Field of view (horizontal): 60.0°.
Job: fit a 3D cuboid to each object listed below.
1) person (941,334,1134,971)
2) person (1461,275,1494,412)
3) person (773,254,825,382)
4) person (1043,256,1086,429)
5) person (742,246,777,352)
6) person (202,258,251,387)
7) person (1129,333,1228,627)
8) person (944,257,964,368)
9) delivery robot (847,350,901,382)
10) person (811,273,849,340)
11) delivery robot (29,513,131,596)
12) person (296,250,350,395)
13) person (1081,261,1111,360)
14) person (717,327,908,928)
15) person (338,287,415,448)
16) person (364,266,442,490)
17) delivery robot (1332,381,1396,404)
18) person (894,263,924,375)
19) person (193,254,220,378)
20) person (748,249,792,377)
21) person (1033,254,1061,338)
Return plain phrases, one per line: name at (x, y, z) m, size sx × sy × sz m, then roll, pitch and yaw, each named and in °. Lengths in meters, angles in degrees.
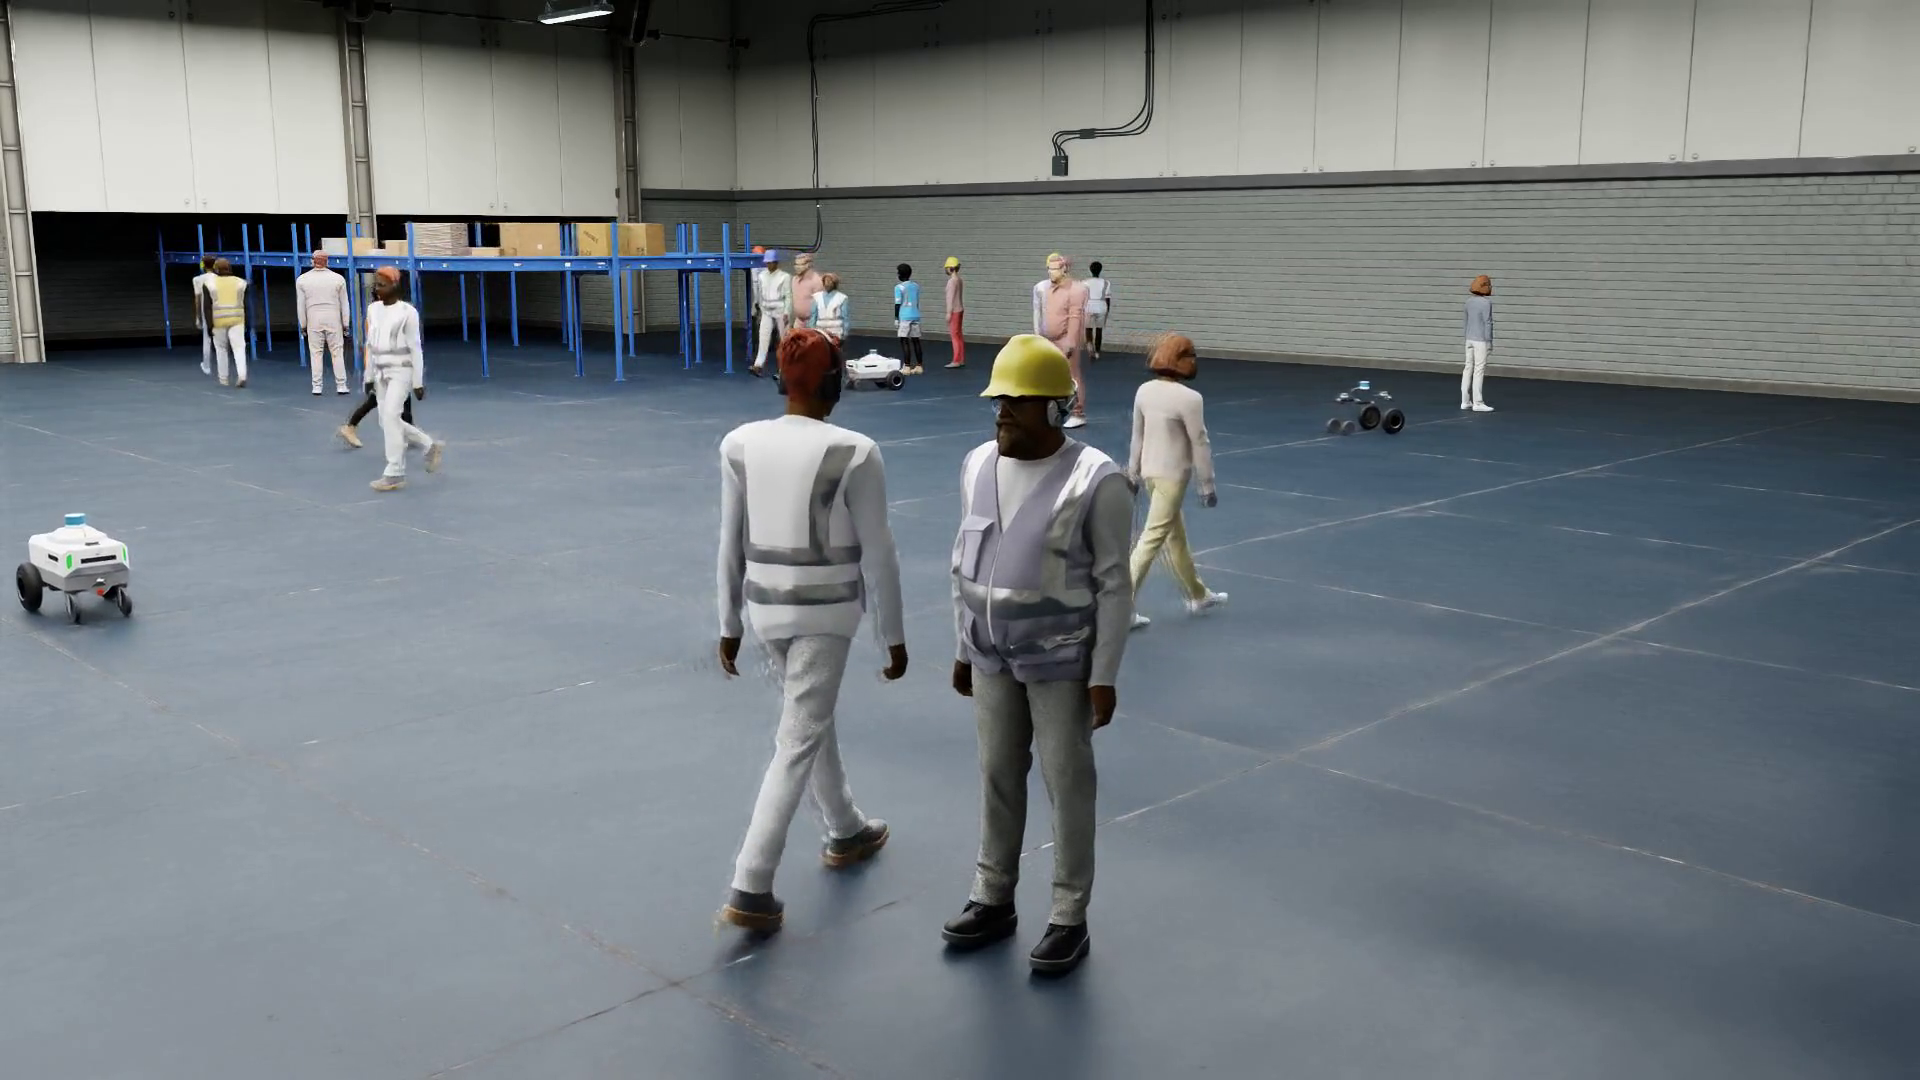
person at (0.207, 0.325, 4.820) m, size 0.592 × 1.834 × 0.404 m, roll 8°, pitch 13°, yaw 38°
person at (6.277, -2.383, 20.134) m, size 0.285 × 1.633 × 0.499 m, roll -3°, pitch 11°, yaw -18°
person at (-2.159, -3.060, 23.235) m, size 0.652 × 1.838 × 1.056 m, roll 9°, pitch 14°, yaw 40°
person at (1.022, -2.139, 18.141) m, size 0.899 × 1.870 × 0.663 m, roll -8°, pitch 13°, yaw -38°
person at (-3.678, -4.418, 30.499) m, size 0.836 × 1.905 × 0.572 m, roll 9°, pitch 14°, yaw 42°
person at (-10.253, -3.048, 23.317) m, size 0.633 × 1.804 × 0.954 m, roll -7°, pitch 12°, yaw -33°
person at (1.163, -0.330, 9.061) m, size 0.879 × 1.577 × 0.515 m, roll -6°, pitch 12°, yaw -31°
person at (-0.103, -3.646, 26.660) m, size 0.317 × 1.767 × 0.532 m, roll 3°, pitch 11°, yaw 15°
delivery robot at (-1.190, -2.383, 22.937) m, size 0.707 × 0.478 × 0.477 m, roll -5°, pitch 12°, yaw -27°
person at (-1.708, -2.753, 22.176) m, size 0.528 × 1.621 × 0.545 m, roll 4°, pitch 11°, yaw 21°
delivery robot at (-4.990, 0.094, 9.416) m, size 0.477 × 0.478 × 0.707 m, roll -9°, pitch 14°, yaw -44°
person at (-8.468, -2.893, 22.162) m, size 0.652 × 1.909 × 0.409 m, roll -4°, pitch 11°, yaw -19°
person at (2.296, -3.880, 28.183) m, size 0.536 × 1.678 × 0.661 m, roll 0°, pitch 10°, yaw 0°
person at (-0.486, 0.254, 5.228) m, size 0.594 × 1.842 × 0.994 m, roll 6°, pitch 12°, yaw 29°
person at (-5.784, -1.739, 16.541) m, size 0.823 × 1.666 × 0.530 m, roll 0°, pitch 10°, yaw 1°
person at (-4.727, -1.386, 14.081) m, size 0.580 × 1.857 × 0.744 m, roll 8°, pitch 13°, yaw 35°
delivery robot at (4.368, -1.598, 17.947) m, size 0.698 × 0.223 × 0.335 m, roll -4°, pitch 11°, yaw -23°
person at (-0.801, -3.361, 25.343) m, size 0.335 × 1.688 × 0.543 m, roll 9°, pitch 14°, yaw 39°
person at (-11.235, -3.367, 25.003) m, size 0.524 × 1.813 × 1.000 m, roll -6°, pitch 12°, yaw -30°
person at (-2.793, -3.392, 24.916) m, size 0.627 × 1.887 × 1.012 m, roll 5°, pitch 12°, yaw 25°
person at (1.229, -2.719, 21.306) m, size 0.590 × 1.883 × 0.988 m, roll 1°, pitch 10°, yaw 6°
